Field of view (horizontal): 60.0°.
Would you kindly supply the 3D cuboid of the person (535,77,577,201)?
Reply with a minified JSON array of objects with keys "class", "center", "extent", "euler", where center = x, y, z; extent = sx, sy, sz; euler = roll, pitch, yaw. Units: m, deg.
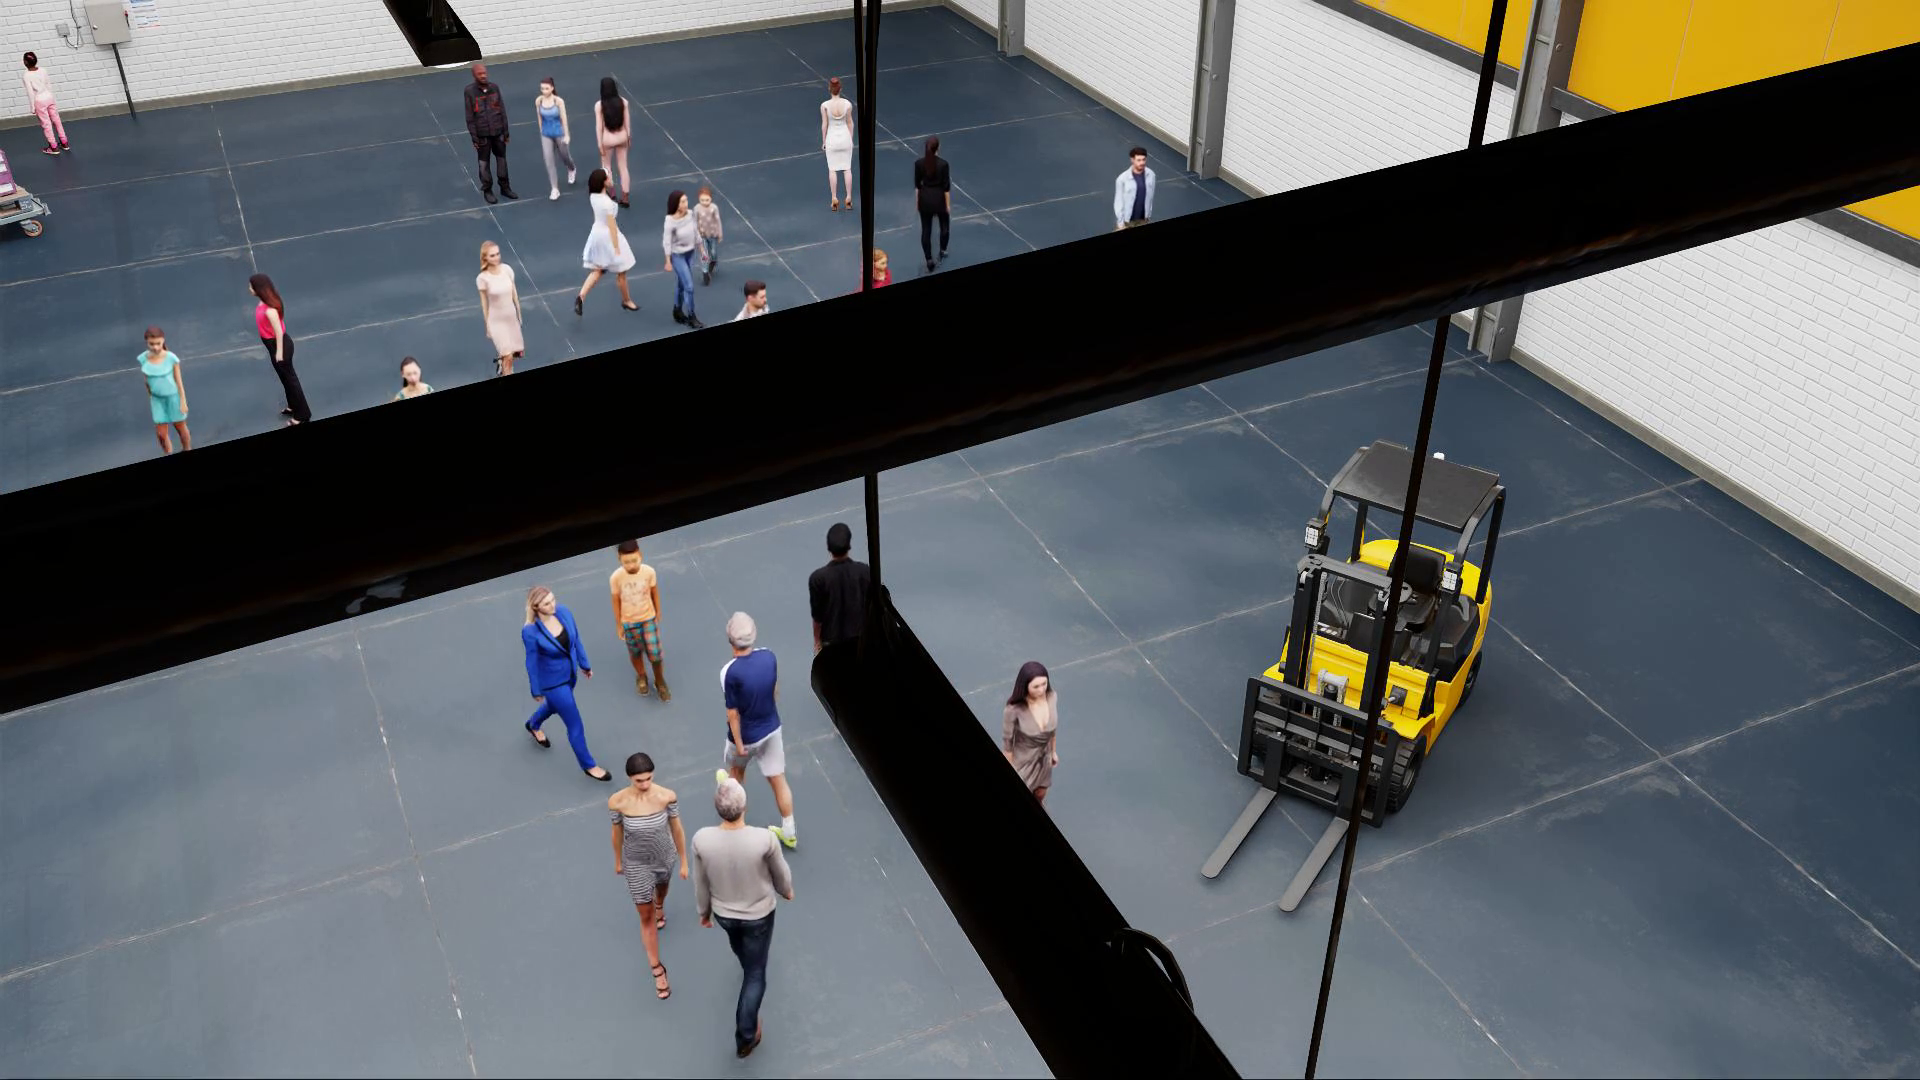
[{"class":"person","center":[-5.355,-5.380,22.110],"extent":[0.906,1.578,1.115],"euler":[2,34,4]}]

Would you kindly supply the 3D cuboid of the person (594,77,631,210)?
[{"class":"person","center":[-4.456,-5.136,21.625],"extent":[0.650,1.707,0.739],"euler":[-16,37,-22]}]

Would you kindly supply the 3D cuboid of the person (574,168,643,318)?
[{"class":"person","center":[-4.050,-3.305,18.794],"extent":[0.884,1.793,1.092],"euler":[-23,40,-31]}]

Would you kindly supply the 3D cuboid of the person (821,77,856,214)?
[{"class":"person","center":[-1.575,-5.119,21.522],"extent":[0.625,1.793,0.572],"euler":[-4,34,-6]}]

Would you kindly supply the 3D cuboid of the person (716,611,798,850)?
[{"class":"person","center":[-1.404,1.416,11.725],"extent":[0.815,1.756,1.220],"euler":[-27,42,-35]}]

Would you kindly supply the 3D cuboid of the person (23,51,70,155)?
[{"class":"person","center":[-12.922,-6.186,23.446],"extent":[0.664,1.441,0.620],"euler":[15,36,21]}]

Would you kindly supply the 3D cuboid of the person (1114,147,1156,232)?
[{"class":"person","center":[1.988,-3.766,19.493],"extent":[0.746,1.786,0.946],"euler":[-10,35,-14]}]

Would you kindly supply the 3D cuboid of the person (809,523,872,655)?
[{"class":"person","center":[-0.860,0.745,12.724],"extent":[0.872,1.767,1.233],"euler":[-7,34,-10]}]

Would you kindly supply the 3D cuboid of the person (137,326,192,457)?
[{"class":"person","center":[-7.667,-1.410,16.175],"extent":[0.720,1.536,0.811],"euler":[1,34,1]}]

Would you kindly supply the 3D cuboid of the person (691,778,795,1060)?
[{"class":"person","center":[-1.336,2.342,10.234],"extent":[1.177,1.864,1.341],"euler":[5,34,8]}]

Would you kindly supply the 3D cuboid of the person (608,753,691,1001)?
[{"class":"person","center":[-2.014,2.028,10.795],"extent":[0.734,1.766,1.124],"euler":[-8,34,-12]}]

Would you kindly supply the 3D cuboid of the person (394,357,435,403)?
[{"class":"person","center":[-4.978,-0.930,15.350],"extent":[0.630,1.650,1.047],"euler":[-18,38,-25]}]

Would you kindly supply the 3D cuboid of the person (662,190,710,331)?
[{"class":"person","center":[-3.204,-3.196,18.793],"extent":[0.903,1.612,0.825],"euler":[17,37,24]}]

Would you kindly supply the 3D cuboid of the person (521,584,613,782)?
[{"class":"person","center":[-3.069,1.014,12.409],"extent":[1.200,1.669,1.061],"euler":[15,37,22]}]

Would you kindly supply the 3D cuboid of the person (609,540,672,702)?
[{"class":"person","center":[-2.582,0.588,13.246],"extent":[0.567,1.451,0.646],"euler":[-9,35,-13]}]

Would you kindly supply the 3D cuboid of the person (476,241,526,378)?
[{"class":"person","center":[-4.764,-2.262,17.205],"extent":[0.718,1.814,0.944],"euler":[-25,41,-33]}]

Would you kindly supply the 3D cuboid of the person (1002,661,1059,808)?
[{"class":"person","center":[0.480,1.536,11.553],"extent":[0.612,1.746,0.545],"euler":[-19,38,-26]}]

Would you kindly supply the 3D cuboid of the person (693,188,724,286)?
[{"class":"person","center":[-3.014,-3.686,19.921],"extent":[0.668,1.180,0.816],"euler":[1,34,2]}]

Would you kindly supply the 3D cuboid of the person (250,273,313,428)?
[{"class":"person","center":[-6.909,-1.943,16.864],"extent":[0.638,1.660,0.443],"euler":[-14,36,-20]}]

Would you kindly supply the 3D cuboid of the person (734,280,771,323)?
[{"class":"person","center":[-2.041,-1.736,16.370],"extent":[1.126,1.864,1.031],"euler":[15,36,21]}]

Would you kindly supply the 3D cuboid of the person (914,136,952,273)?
[{"class":"person","center":[-0.351,-4.001,19.979],"extent":[0.865,1.640,0.940],"euler":[8,34,12]}]

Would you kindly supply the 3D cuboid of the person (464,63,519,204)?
[{"class":"person","center":[-6.218,-5.388,21.902],"extent":[0.724,1.822,0.640],"euler":[-21,39,-28]}]
